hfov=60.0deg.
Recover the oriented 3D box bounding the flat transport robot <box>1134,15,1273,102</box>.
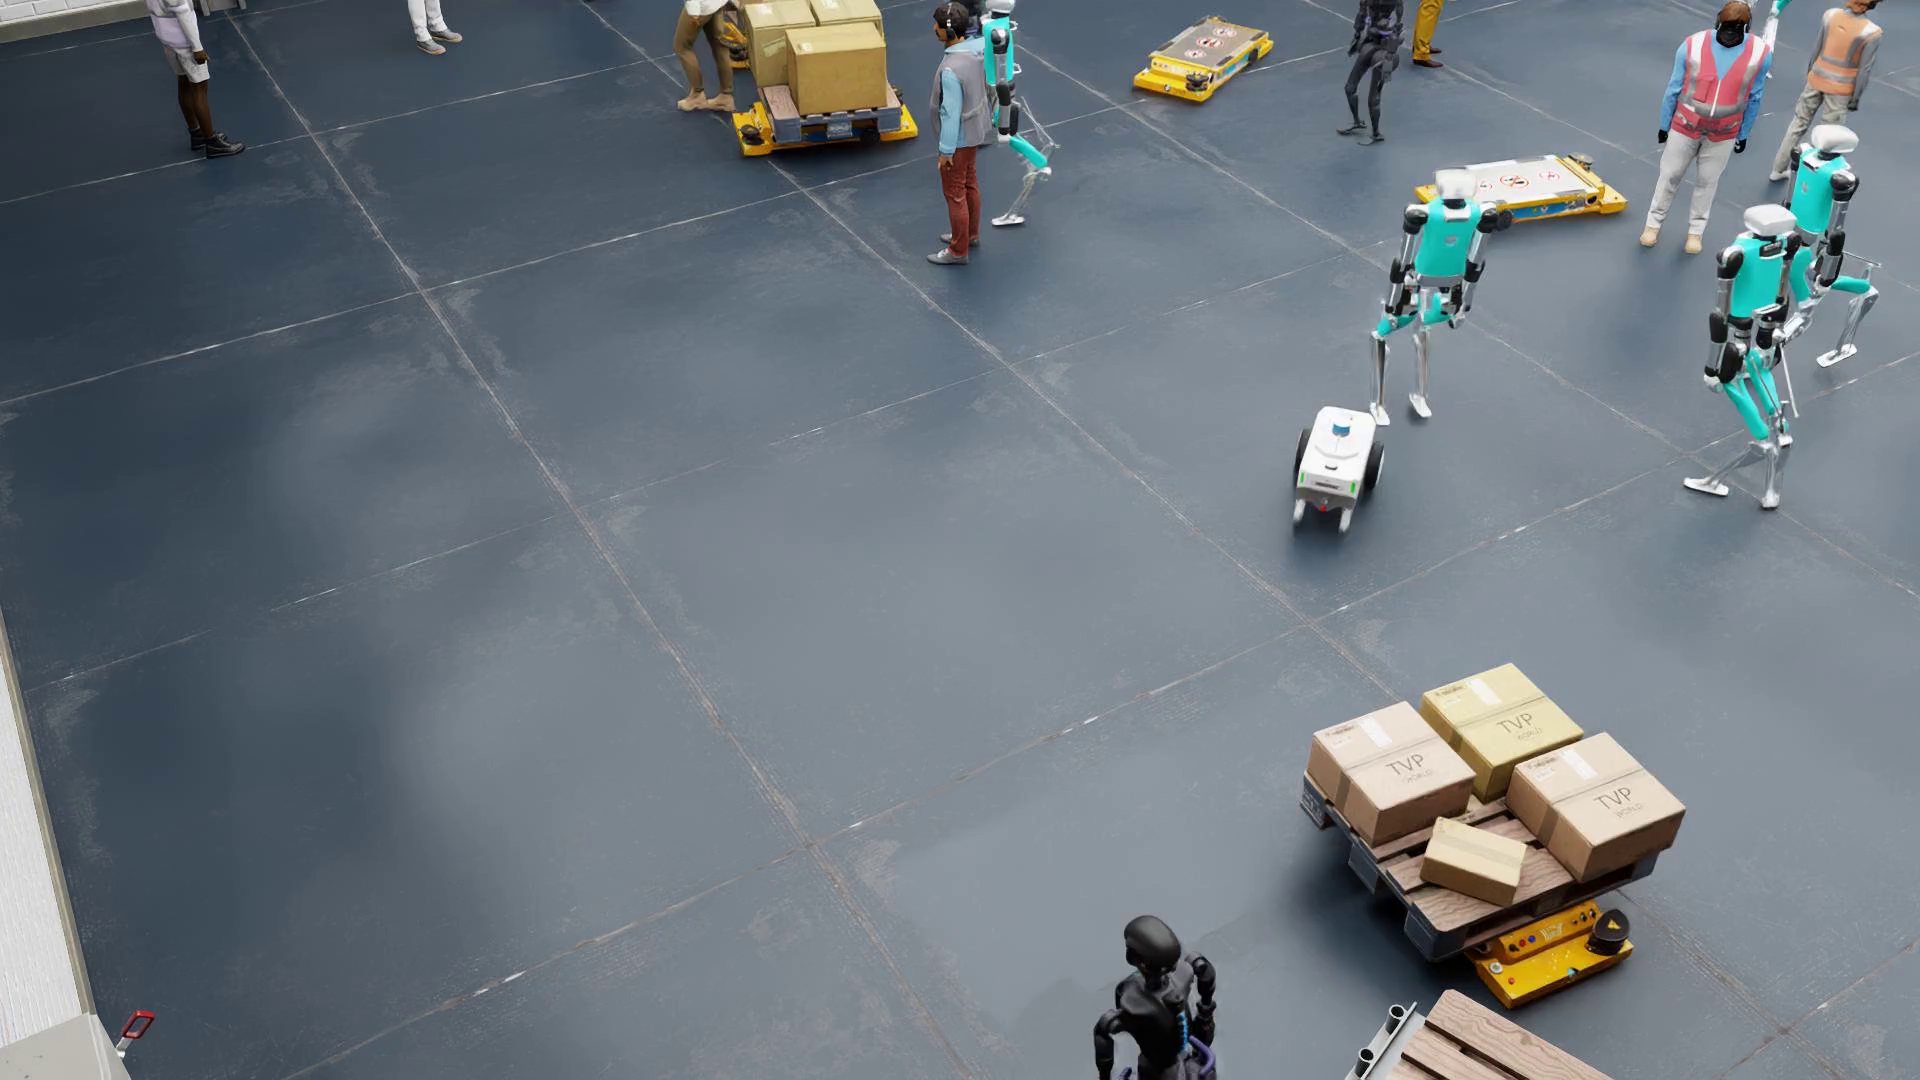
[{"bbox_3d":[2.164,-4.252,14.657,0.659,0.231,1.431,22,44,26],"label":"flat transport robot"}]

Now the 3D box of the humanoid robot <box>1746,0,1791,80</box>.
[{"bbox_3d":[7.119,-4.994,14.441,0.534,1.773,1.003,4,39,5],"label":"humanoid robot"}]

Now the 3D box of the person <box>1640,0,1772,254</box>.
[{"bbox_3d":[5.230,-2.894,11.691,0.628,1.835,0.431,13,40,16],"label":"person"}]

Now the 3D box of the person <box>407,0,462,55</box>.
[{"bbox_3d":[-4.770,-5.252,14.621,0.356,1.882,0.573,11,40,14],"label":"person"}]

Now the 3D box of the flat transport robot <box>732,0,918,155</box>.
[{"bbox_3d":[-1.111,-3.439,13.631,1.431,0.231,0.659,-9,39,-11],"label":"flat transport robot"}]

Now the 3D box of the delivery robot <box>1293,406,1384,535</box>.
[{"bbox_3d":[2.179,-0.448,9.641,0.499,0.613,0.807,13,40,15],"label":"delivery robot"}]

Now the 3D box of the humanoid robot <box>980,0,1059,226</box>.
[{"bbox_3d":[0.463,-3.023,12.001,0.668,1.884,0.550,-4,39,-5],"label":"humanoid robot"}]

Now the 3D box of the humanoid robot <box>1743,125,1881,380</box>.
[{"bbox_3d":[5.485,-1.765,10.384,1.029,1.761,0.535,-8,39,-10],"label":"humanoid robot"}]

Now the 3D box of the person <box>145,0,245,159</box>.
[{"bbox_3d":[-6.026,-3.926,12.904,0.552,1.933,0.361,31,48,33],"label":"person"}]

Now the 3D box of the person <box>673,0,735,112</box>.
[{"bbox_3d":[-2.160,-4.348,13.580,0.606,1.739,0.568,9,39,12],"label":"person"}]

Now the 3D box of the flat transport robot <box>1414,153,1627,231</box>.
[{"bbox_3d":[4.254,-2.635,12.617,1.431,0.231,0.659,-9,39,-12],"label":"flat transport robot"}]

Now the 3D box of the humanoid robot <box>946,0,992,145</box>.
[{"bbox_3d":[0.047,-3.924,13.106,0.332,1.657,0.599,-15,41,-18],"label":"humanoid robot"}]

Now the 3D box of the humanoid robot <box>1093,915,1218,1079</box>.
[{"bbox_3d":[0.680,1.905,5.792,0.585,1.604,0.819,-27,46,-29],"label":"humanoid robot"}]

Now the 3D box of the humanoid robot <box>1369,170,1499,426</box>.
[{"bbox_3d":[2.769,-1.495,9.992,0.537,1.772,0.766,-1,38,-1],"label":"humanoid robot"}]

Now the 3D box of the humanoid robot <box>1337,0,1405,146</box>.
[{"bbox_3d":[3.287,-3.889,13.072,0.346,1.651,0.602,-13,40,-16],"label":"humanoid robot"}]

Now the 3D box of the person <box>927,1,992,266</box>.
[{"bbox_3d":[0.002,-2.800,11.538,0.410,1.873,0.541,11,40,13],"label":"person"}]

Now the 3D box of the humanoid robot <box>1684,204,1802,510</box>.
[{"bbox_3d":[4.527,-0.910,9.256,0.586,1.766,0.885,-17,41,-20],"label":"humanoid robot"}]

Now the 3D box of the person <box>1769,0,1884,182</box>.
[{"bbox_3d":[6.538,-3.391,12.474,0.312,1.629,0.509,-19,42,-23],"label":"person"}]

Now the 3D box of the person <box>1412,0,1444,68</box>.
[{"bbox_3d":[4.189,-4.999,14.414,0.342,1.750,0.529,5,39,7],"label":"person"}]

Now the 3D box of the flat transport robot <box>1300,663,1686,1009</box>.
[{"bbox_3d":[2.289,1.416,7.505,0.659,0.231,1.431,-16,41,-19],"label":"flat transport robot"}]

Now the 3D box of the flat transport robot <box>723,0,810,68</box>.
[{"bbox_3d":[-1.479,-4.566,15.053,1.431,0.231,0.659,-15,41,-18],"label":"flat transport robot"}]
